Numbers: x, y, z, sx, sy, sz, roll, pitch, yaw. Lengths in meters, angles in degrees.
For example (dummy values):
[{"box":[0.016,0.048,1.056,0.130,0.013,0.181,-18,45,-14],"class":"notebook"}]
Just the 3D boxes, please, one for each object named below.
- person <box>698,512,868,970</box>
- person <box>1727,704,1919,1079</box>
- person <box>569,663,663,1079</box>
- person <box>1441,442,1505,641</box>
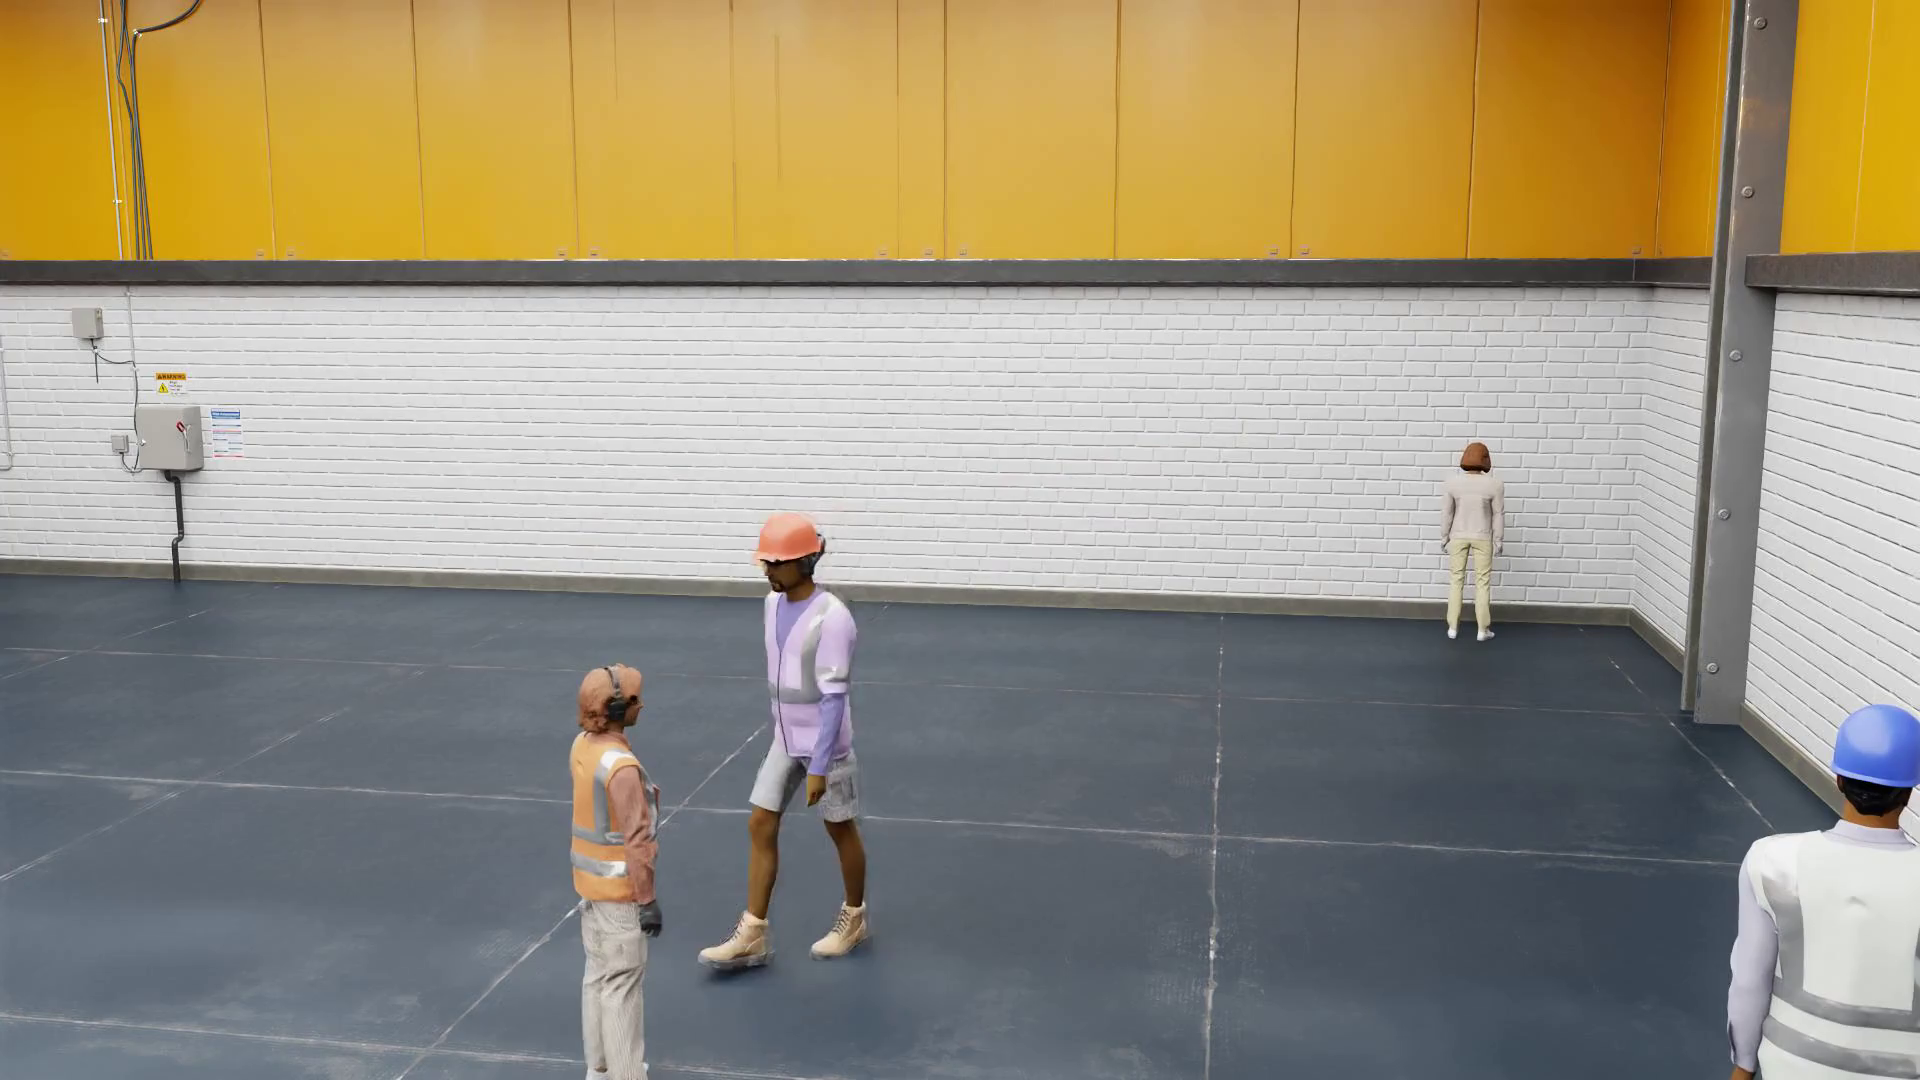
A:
[{"box":[-0.742,0.887,7.131,0.915,2.003,0.636,-8,12,-40],"class":"person"},{"box":[2.294,1.379,4.273,0.604,1.949,0.389,6,11,32],"class":"person"},{"box":[-1.240,1.255,5.995,0.307,1.639,0.519,-6,11,-32],"class":"person"},{"box":[4.214,0.010,13.690,0.507,1.631,0.276,4,10,26],"class":"person"}]
